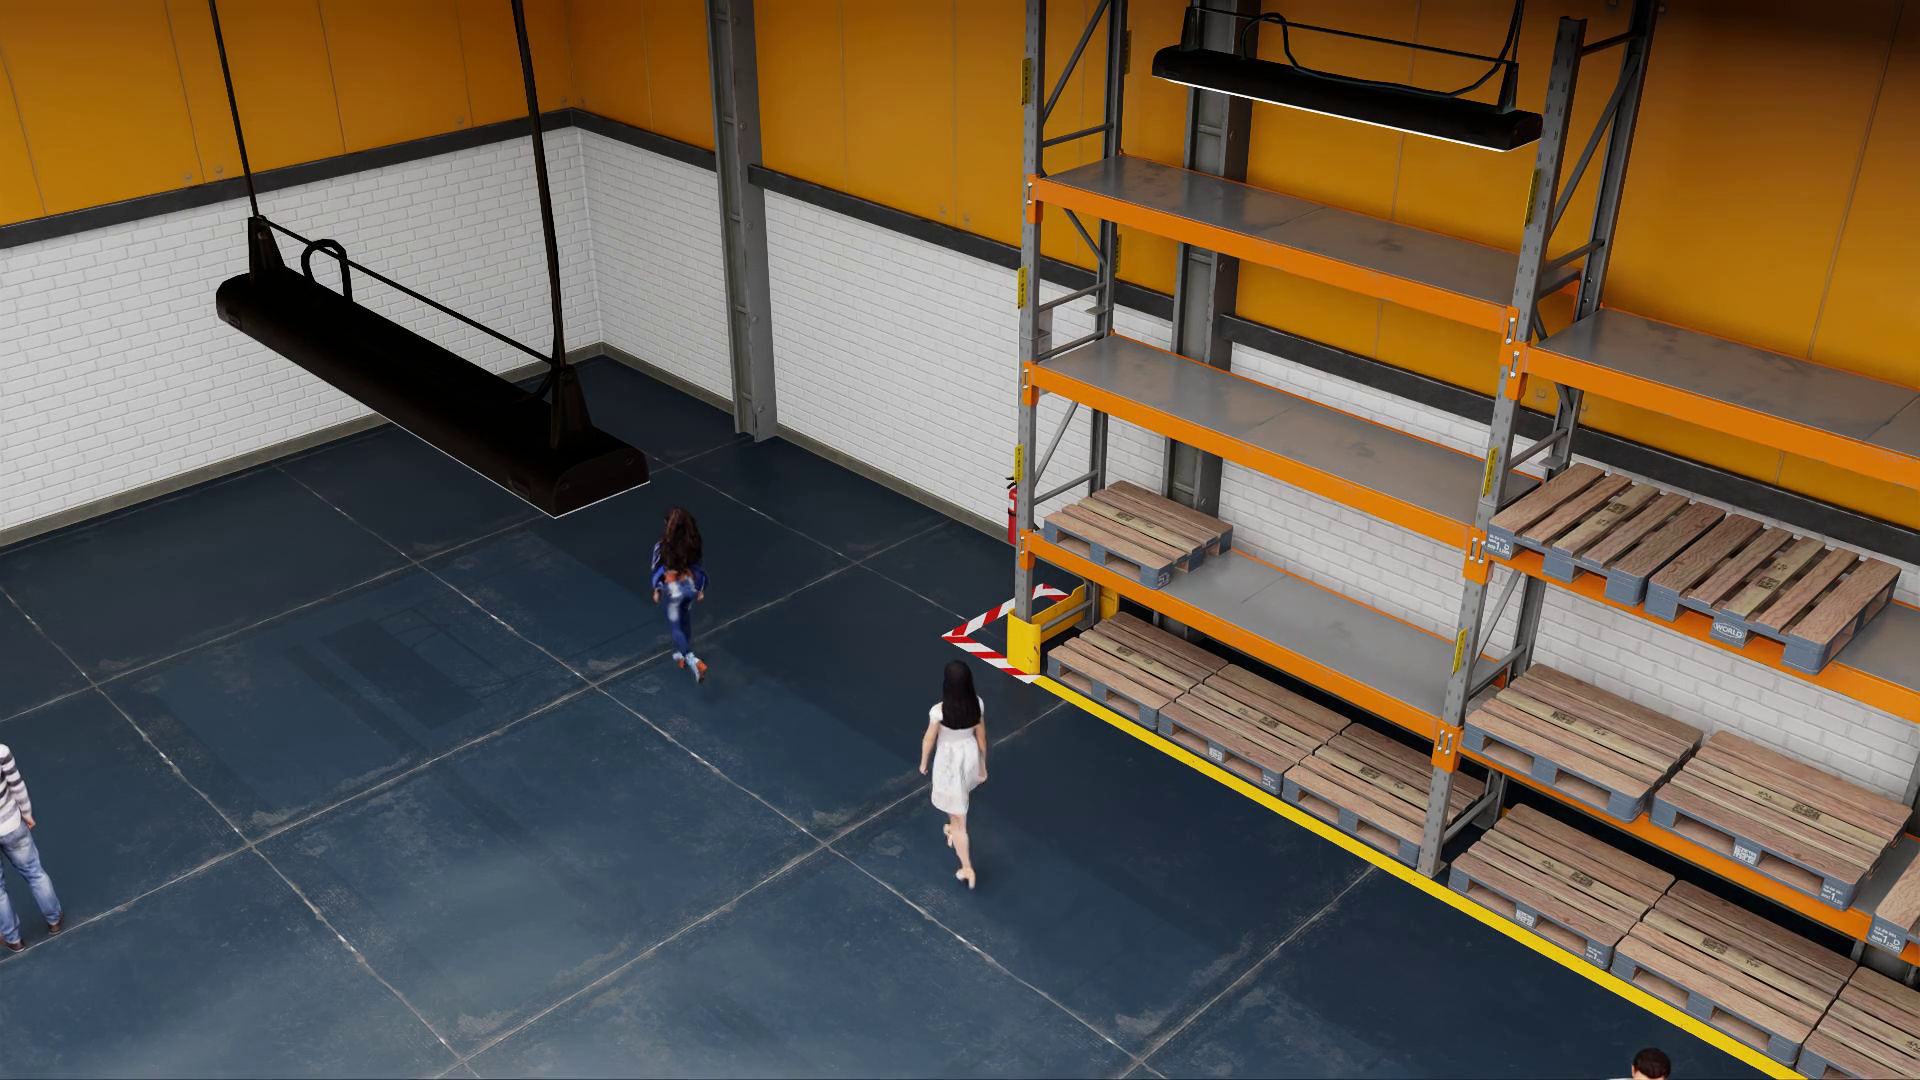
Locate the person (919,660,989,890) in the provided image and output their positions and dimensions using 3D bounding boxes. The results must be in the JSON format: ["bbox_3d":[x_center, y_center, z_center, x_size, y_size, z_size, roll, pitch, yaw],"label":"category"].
[{"bbox_3d":[0.013,1.663,11.519,0.821,1.750,1.007,-13,31,-22],"label":"person"}]

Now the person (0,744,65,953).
[{"bbox_3d":[-6.383,1.901,10.978,0.656,1.850,0.545,-22,36,-35],"label":"person"}]

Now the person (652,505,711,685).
[{"bbox_3d":[-2.313,0.474,13.853,0.744,1.602,1.013,-17,33,-28],"label":"person"}]
